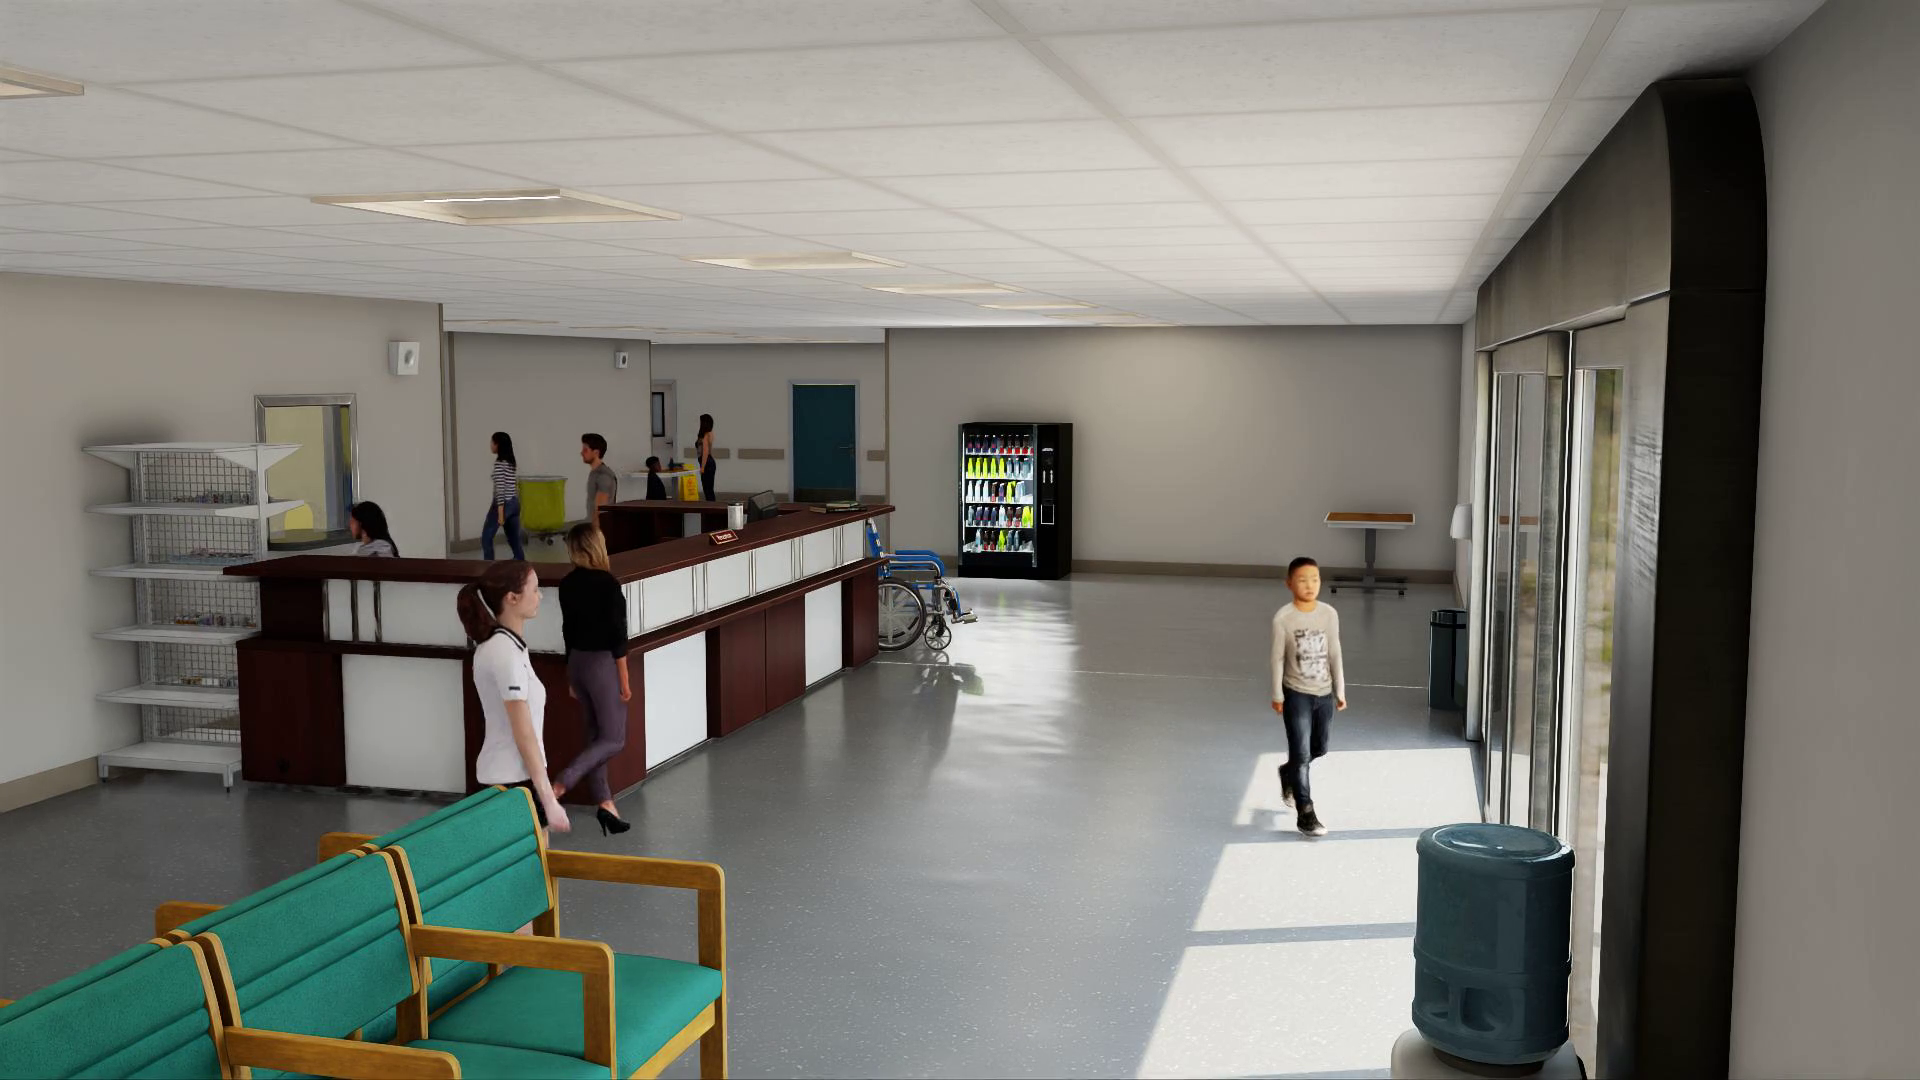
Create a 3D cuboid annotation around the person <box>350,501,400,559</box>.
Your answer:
[{"bbox_3d":[-3.735,0.553,10.763,0.681,1.612,0.790,3,7,30],"label":"person"}]

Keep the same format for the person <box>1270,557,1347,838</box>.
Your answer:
[{"bbox_3d":[1.843,0.818,8.952,0.933,1.447,0.905,-2,6,-17],"label":"person"}]

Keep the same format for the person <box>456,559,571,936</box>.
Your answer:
[{"bbox_3d":[-1.718,0.948,6.180,0.861,1.743,0.794,-2,6,-23],"label":"person"}]

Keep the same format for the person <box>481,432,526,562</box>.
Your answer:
[{"bbox_3d":[-4.861,-0.271,18.105,0.782,1.766,0.620,1,6,13],"label":"person"}]

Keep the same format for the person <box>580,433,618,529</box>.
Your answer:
[{"bbox_3d":[-3.214,-0.027,15.418,1.287,1.835,1.186,-3,6,-25],"label":"person"}]

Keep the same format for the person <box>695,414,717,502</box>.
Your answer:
[{"bbox_3d":[-4.131,-1.184,27.236,0.583,1.770,0.640,1,6,5],"label":"person"}]

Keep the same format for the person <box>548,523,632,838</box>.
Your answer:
[{"bbox_3d":[-1.939,0.756,8.566,0.896,1.649,0.878,5,8,40],"label":"person"}]

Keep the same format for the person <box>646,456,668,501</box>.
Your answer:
[{"bbox_3d":[-4.324,-0.546,23.398,0.660,1.269,0.616,-2,6,-19],"label":"person"}]
